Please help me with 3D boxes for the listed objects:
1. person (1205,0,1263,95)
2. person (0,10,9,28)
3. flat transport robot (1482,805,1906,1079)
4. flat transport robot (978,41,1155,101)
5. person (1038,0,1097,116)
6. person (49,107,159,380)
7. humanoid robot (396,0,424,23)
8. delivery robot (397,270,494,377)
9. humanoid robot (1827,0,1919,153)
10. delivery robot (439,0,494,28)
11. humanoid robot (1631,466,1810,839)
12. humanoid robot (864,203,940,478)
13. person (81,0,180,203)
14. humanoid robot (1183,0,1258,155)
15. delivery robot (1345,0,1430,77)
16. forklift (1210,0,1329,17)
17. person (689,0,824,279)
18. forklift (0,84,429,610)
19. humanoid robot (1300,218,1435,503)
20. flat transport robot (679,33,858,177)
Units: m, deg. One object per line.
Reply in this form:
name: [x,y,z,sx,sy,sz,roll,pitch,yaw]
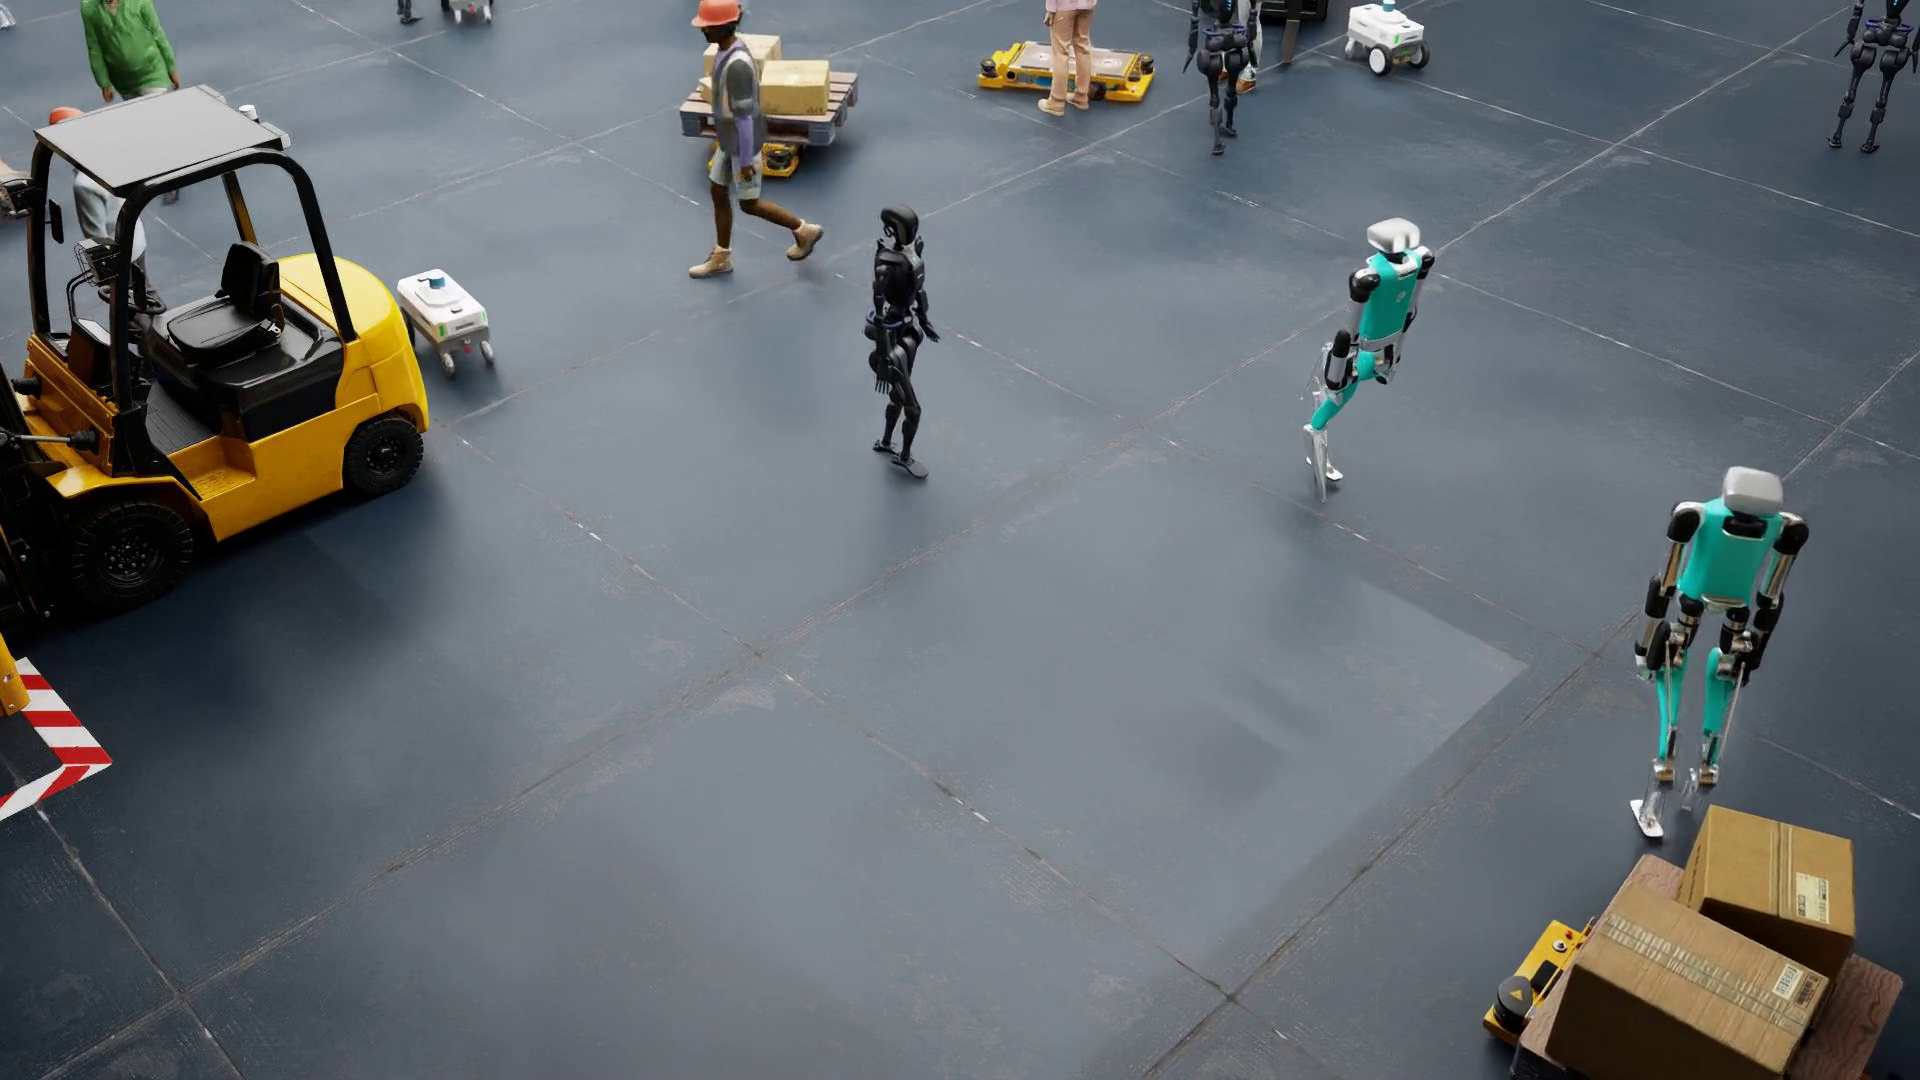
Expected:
person: [2.365,-4.730,13.949,0.373,1.929,0.631,-23,43,-28]
person: [-9.373,-5.446,14.959,1.022,1.865,0.590,-7,37,-10]
flat transport robot: [2.804,1.989,6.335,1.431,0.231,0.659,27,44,31]
flat transport robot: [0.932,-4.074,14.450,1.431,0.231,0.659,9,38,12]
person: [0.924,-4.353,13.567,0.531,1.776,0.416,-26,44,-30]
person: [-5.189,-1.811,10.193,0.352,1.737,0.575,-3,37,-4]
humanoid robot: [-5.287,-5.673,15.429,0.599,1.640,0.453,11,38,14]
delivery robot: [-3.309,-1.439,10.674,0.499,0.583,0.759,-25,43,-29]
humanoid robot: [7.208,-3.883,13.007,0.599,1.655,0.315,19,41,24]
delivery robot: [-4.676,-5.228,15.736,0.499,0.570,0.747,-12,39,-16]
humanoid robot: [3.136,0.582,7.005,0.542,1.797,0.706,7,37,9]
humanoid robot: [-0.313,-1.143,9.359,0.486,1.644,0.601,15,39,20]
person: [-6.169,-3.481,12.441,0.553,1.728,0.960,-7,37,-9]
humanoid robot: [2.047,-3.876,13.041,0.609,1.629,0.538,-9,38,-12]
delivery robot: [3.781,-4.463,14.739,0.499,0.603,0.774,-17,40,-21]
forklift: [3.106,-6.400,15.960,1.214,2.155,2.313,8,37,10]
person: [-1.421,-2.704,11.168,0.892,2.008,0.613,-11,38,-15]
forklift: [-4.145,-1.093,8.856,2.313,2.155,1.214,-31,47,-34]
humanoid robot: [2.086,-0.987,9.155,0.541,1.846,0.783,-22,42,-27]
flat transport robot: [-1.510,-3.319,13.439,0.659,0.231,1.431,6,37,8]
